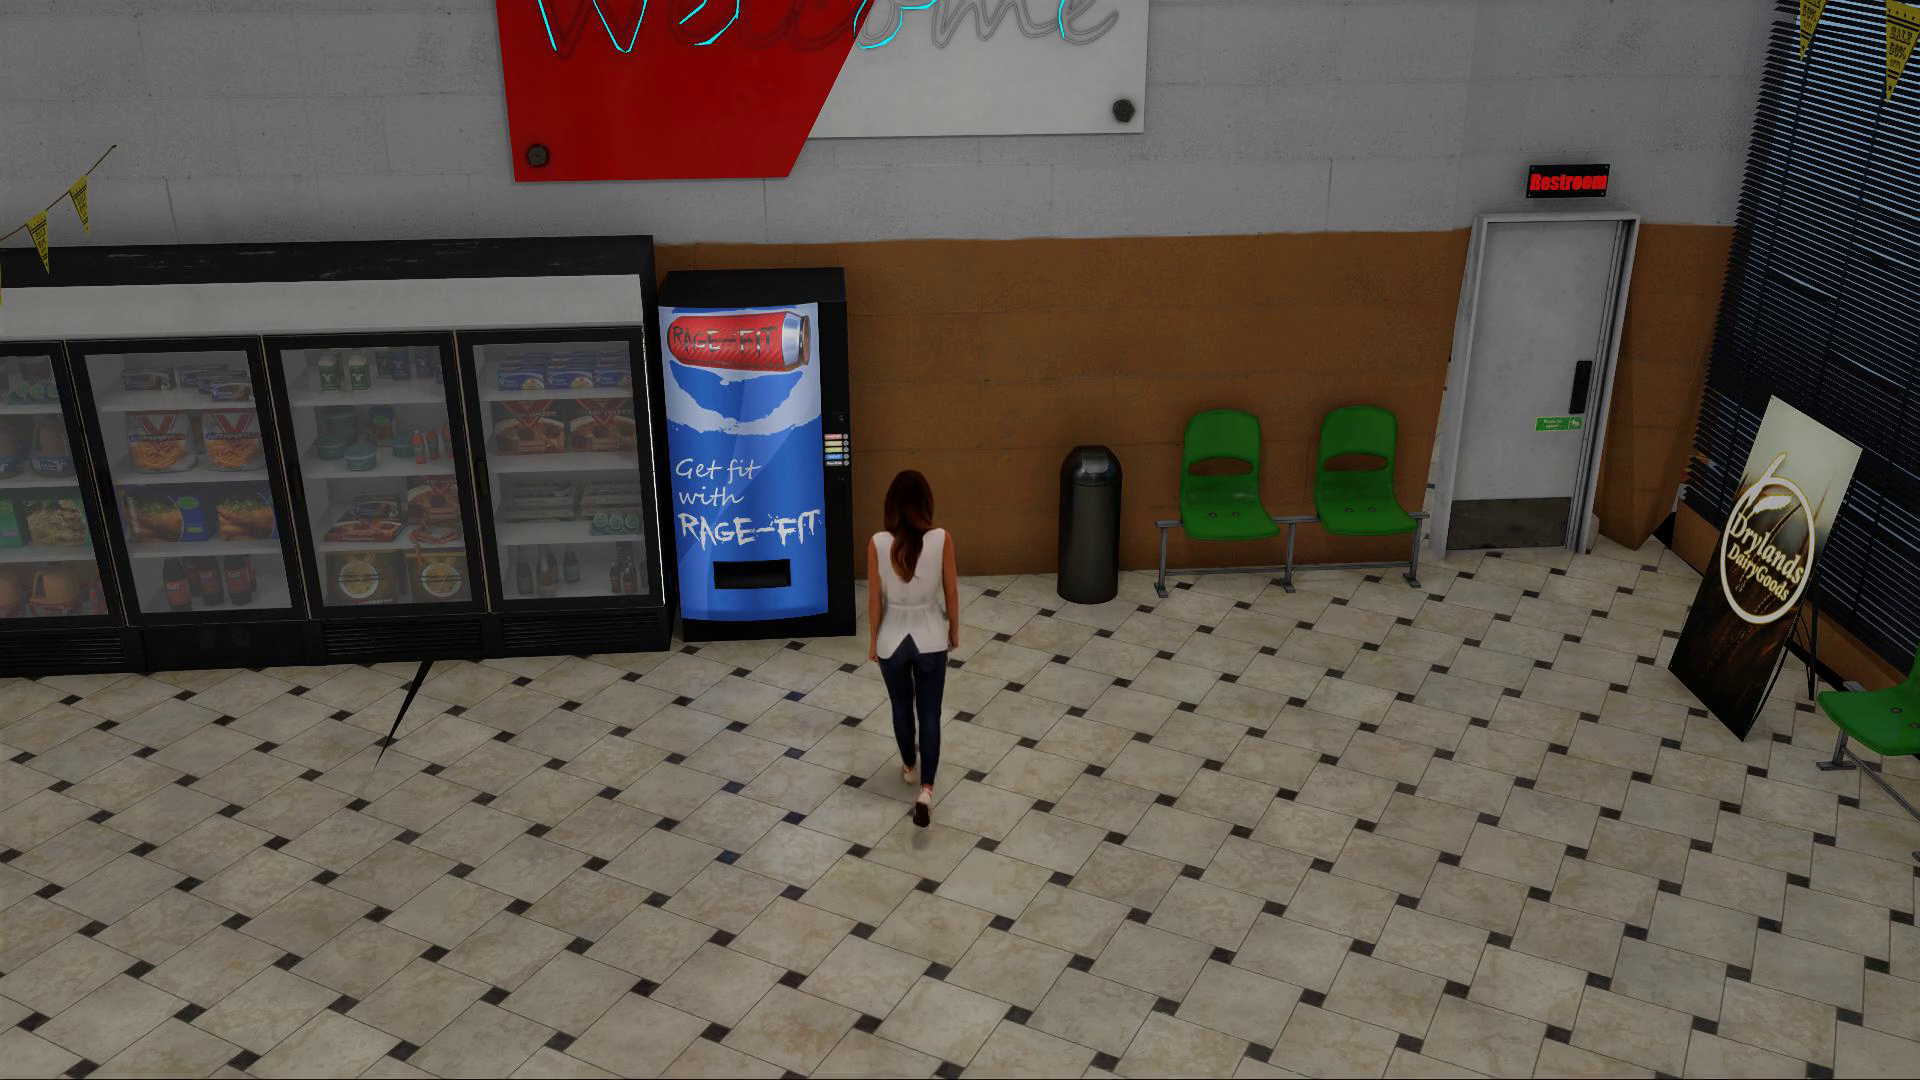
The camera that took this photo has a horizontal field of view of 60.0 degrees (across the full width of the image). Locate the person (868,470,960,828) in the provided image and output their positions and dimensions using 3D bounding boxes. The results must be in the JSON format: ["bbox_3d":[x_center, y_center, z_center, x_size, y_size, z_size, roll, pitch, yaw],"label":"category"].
[{"bbox_3d":[-0.227,0.542,7.999,0.604,1.757,1.017,-1,24,-3],"label":"person"}]
